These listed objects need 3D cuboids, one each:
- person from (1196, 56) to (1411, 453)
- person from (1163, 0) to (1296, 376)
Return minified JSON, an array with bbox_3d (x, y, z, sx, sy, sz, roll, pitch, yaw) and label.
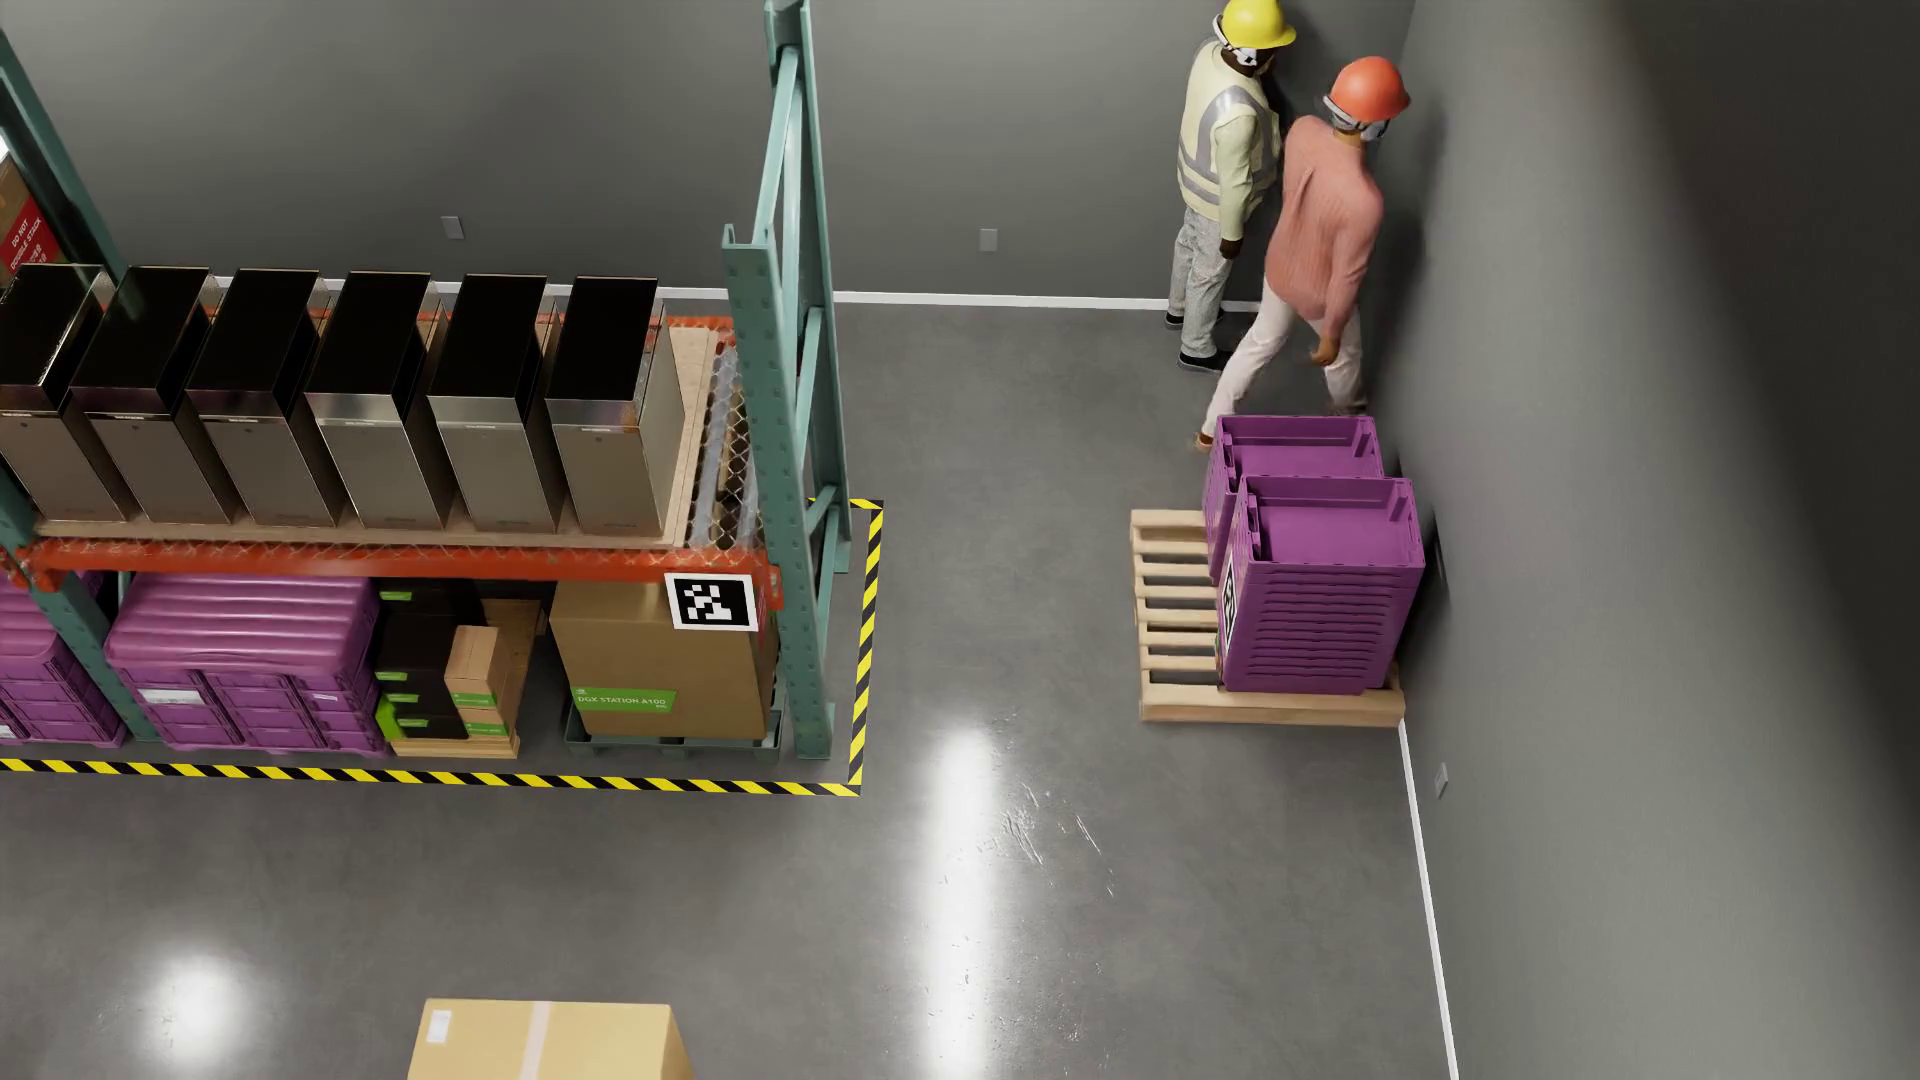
[{"bbox_3d":[1.457,-1.062,6.527,0.936,1.946,0.643,-18,54,-14],"label":"person"},{"bbox_3d":[1.099,-1.474,6.918,0.404,1.830,0.600,-5,52,-4],"label":"person"}]
